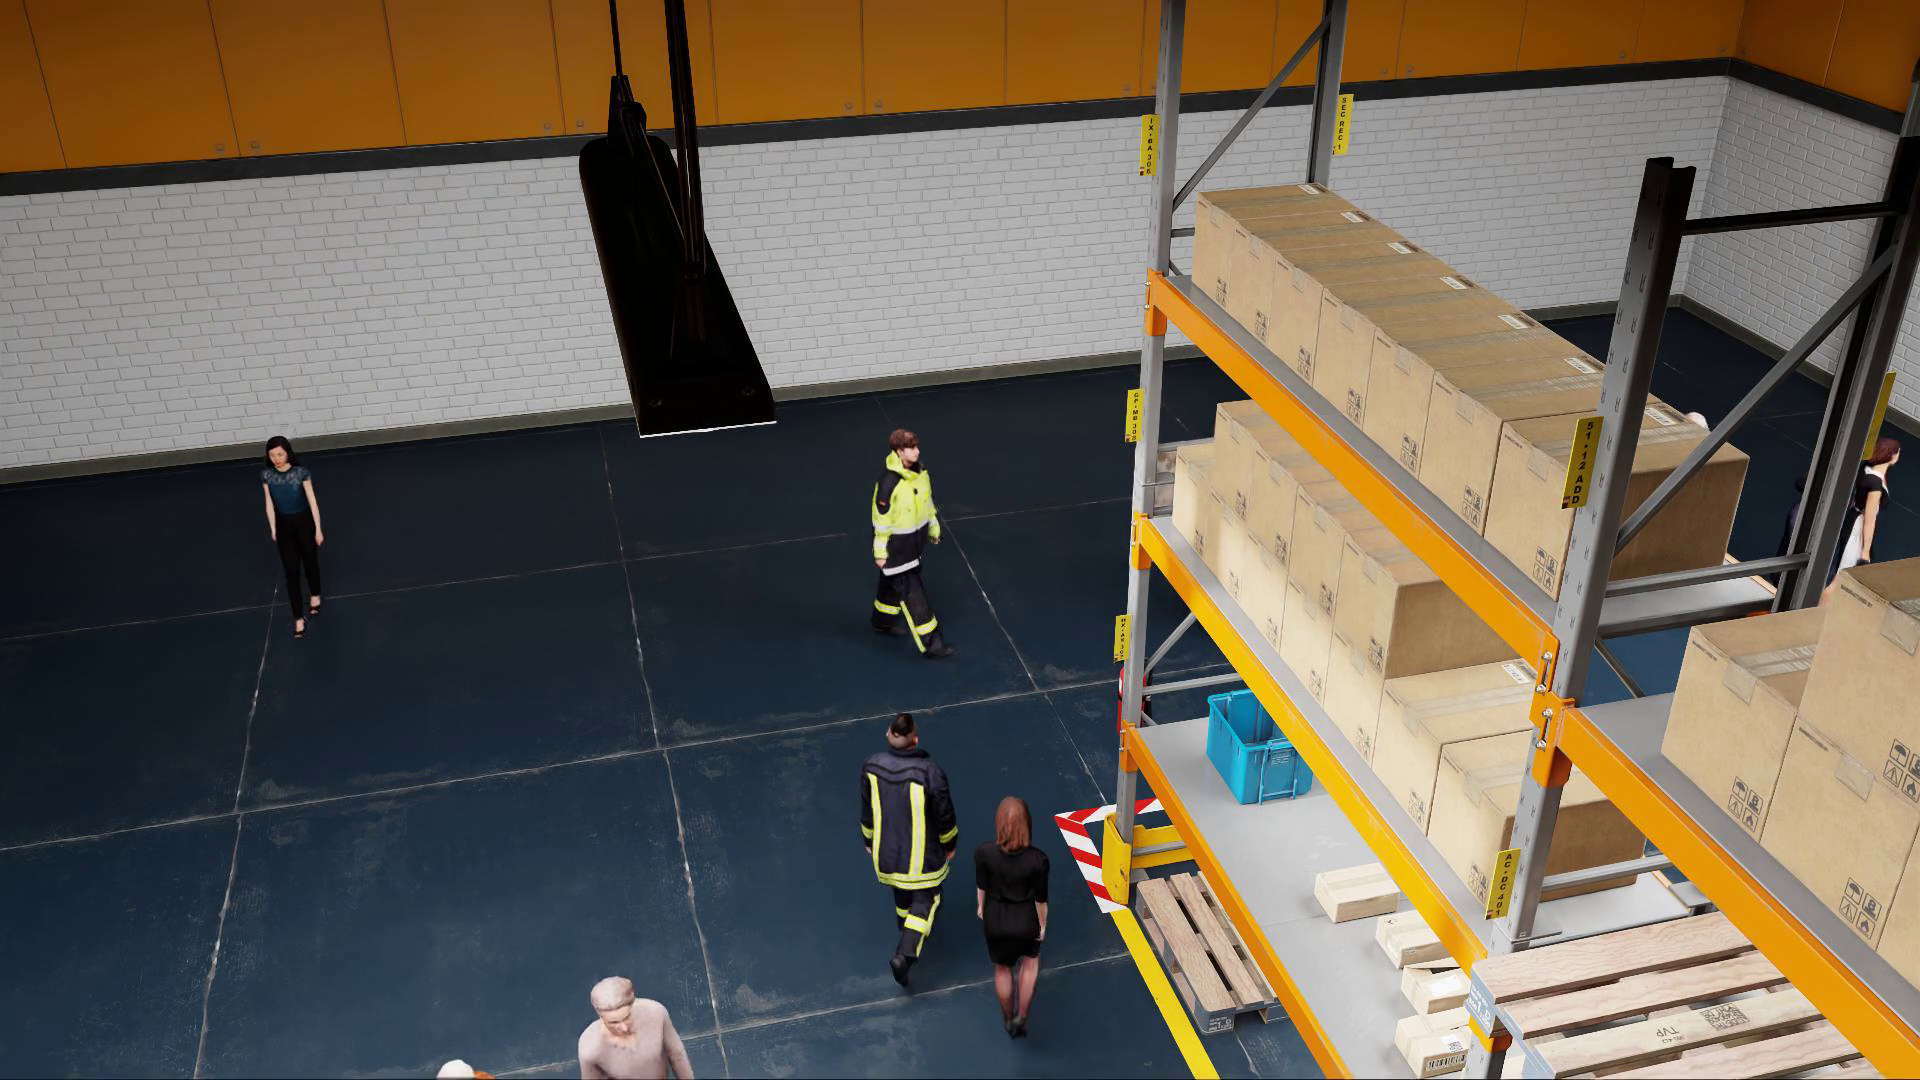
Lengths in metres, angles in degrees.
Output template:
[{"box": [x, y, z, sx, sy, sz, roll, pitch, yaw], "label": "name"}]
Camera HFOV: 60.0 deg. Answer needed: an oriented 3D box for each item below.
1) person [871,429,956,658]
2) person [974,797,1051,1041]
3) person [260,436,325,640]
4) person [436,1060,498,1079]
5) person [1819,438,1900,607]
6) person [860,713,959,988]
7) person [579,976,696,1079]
[{"box": [-0.554, -0.009, 13.410, 1.274, 1.939, 1.222, 15, 32, 25], "label": "person"}, {"box": [0.285, 2.254, 9.521, 0.696, 1.690, 0.737, 4, 29, 8], "label": "person"}, {"box": [-5.502, -0.116, 13.841, 0.626, 1.713, 0.940, -5, 29, -10], "label": "person"}, {"box": [-2.323, 3.124, 7.985, 0.728, 1.633, 0.756, 8, 30, 15], "label": "person"}, {"box": [7.227, -0.019, 13.590, 0.838, 1.783, 0.754, 12, 31, 21], "label": "person"}, {"box": [-0.329, 1.858, 10.094, 1.075, 1.837, 1.166, 11, 30, 19], "label": "person"}, {"box": [-1.671, 2.799, 8.377, 1.380, 1.829, 1.118, 24, 37, 37], "label": "person"}]
